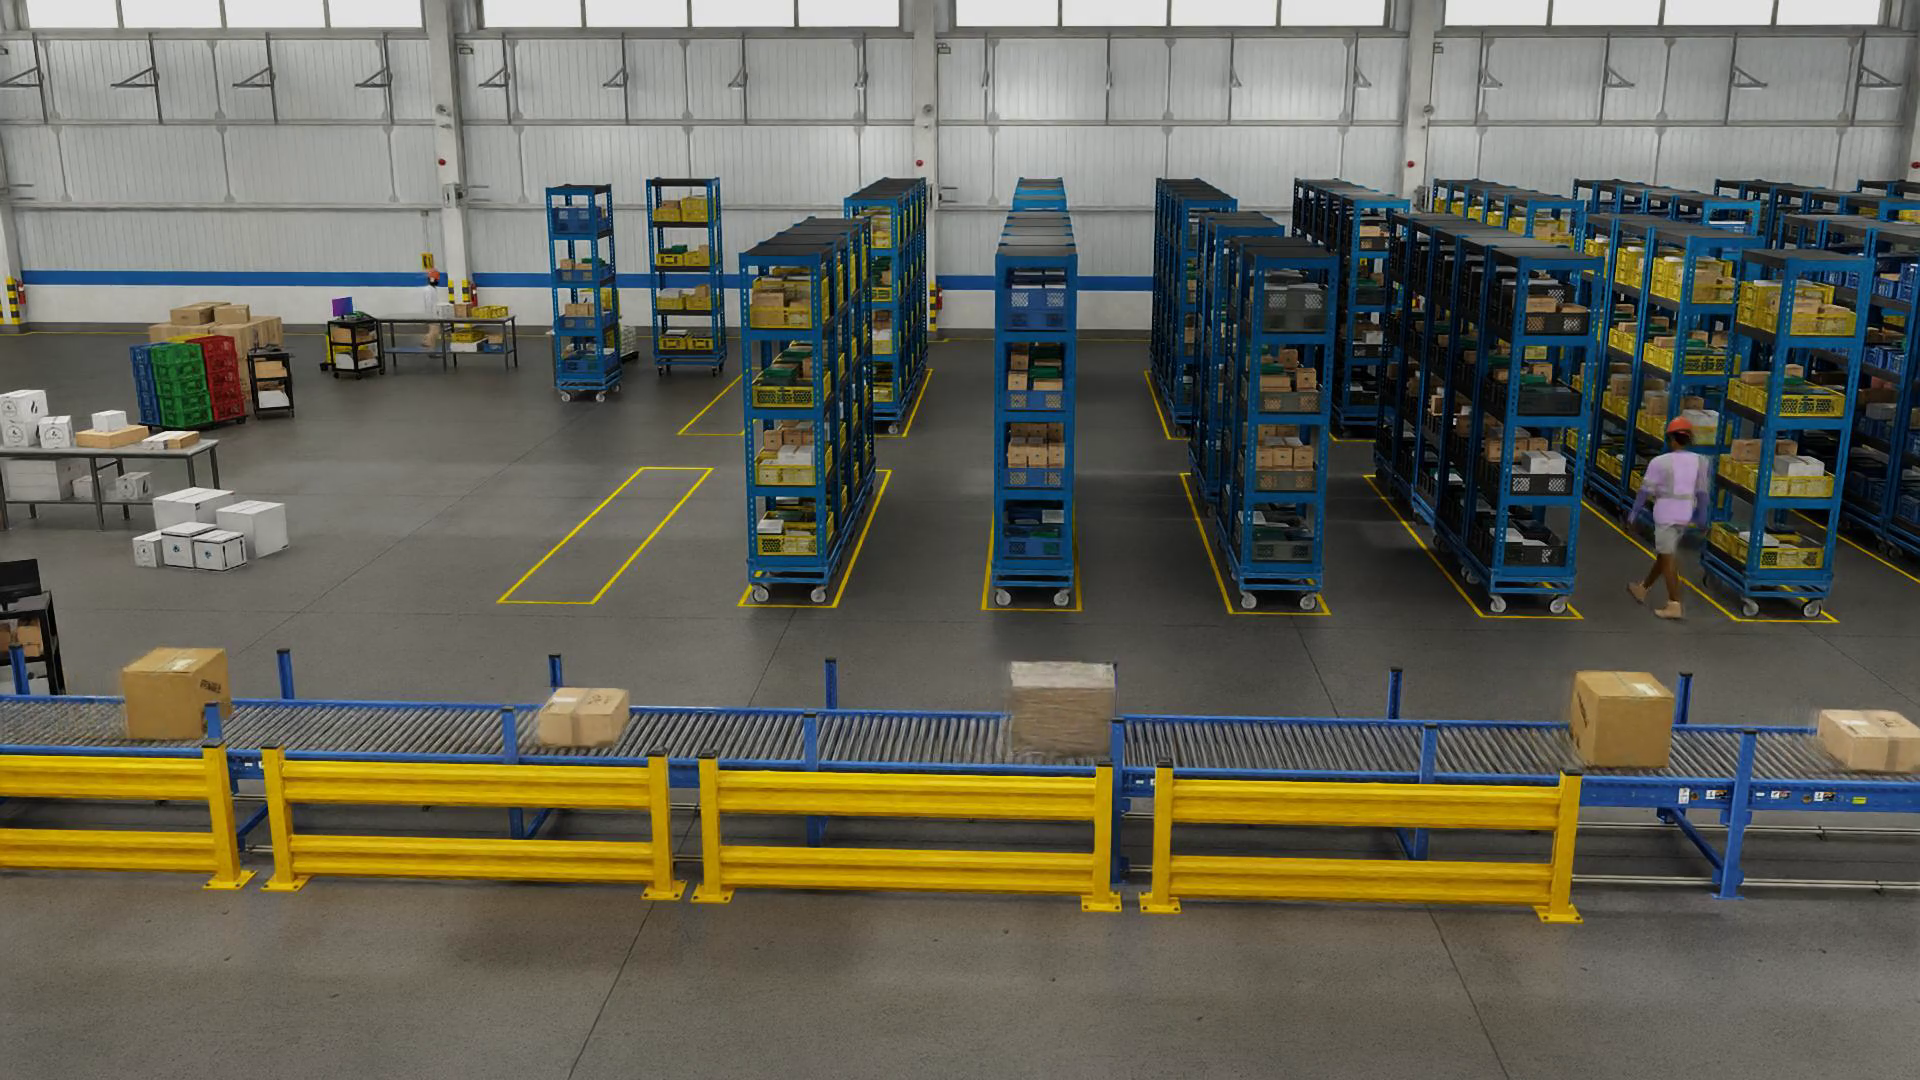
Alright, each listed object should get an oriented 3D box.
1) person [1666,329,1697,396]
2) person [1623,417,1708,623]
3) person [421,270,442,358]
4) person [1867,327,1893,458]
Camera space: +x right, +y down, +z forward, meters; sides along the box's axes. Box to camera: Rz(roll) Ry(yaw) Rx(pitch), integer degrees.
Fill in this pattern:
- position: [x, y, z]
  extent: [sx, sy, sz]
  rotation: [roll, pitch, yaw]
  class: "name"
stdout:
- position: [10.385, -2.195, 24.300]
  extent: [0.912, 1.799, 0.618]
  rotation: [5, 16, 19]
  class: "person"
- position: [7.018, -0.234, 16.631]
  extent: [0.759, 1.978, 1.014]
  rotation: [-3, 15, -13]
  class: "person"
- position: [-10.399, -4.453, 32.802]
  extent: [0.461, 1.719, 0.647]
  rotation: [-2, 15, -8]
  class: "person"
- position: [12.691, -2.014, 23.240]
  extent: [0.392, 1.990, 0.614]
  rotation: [-5, 16, -16]
  class: "person"
